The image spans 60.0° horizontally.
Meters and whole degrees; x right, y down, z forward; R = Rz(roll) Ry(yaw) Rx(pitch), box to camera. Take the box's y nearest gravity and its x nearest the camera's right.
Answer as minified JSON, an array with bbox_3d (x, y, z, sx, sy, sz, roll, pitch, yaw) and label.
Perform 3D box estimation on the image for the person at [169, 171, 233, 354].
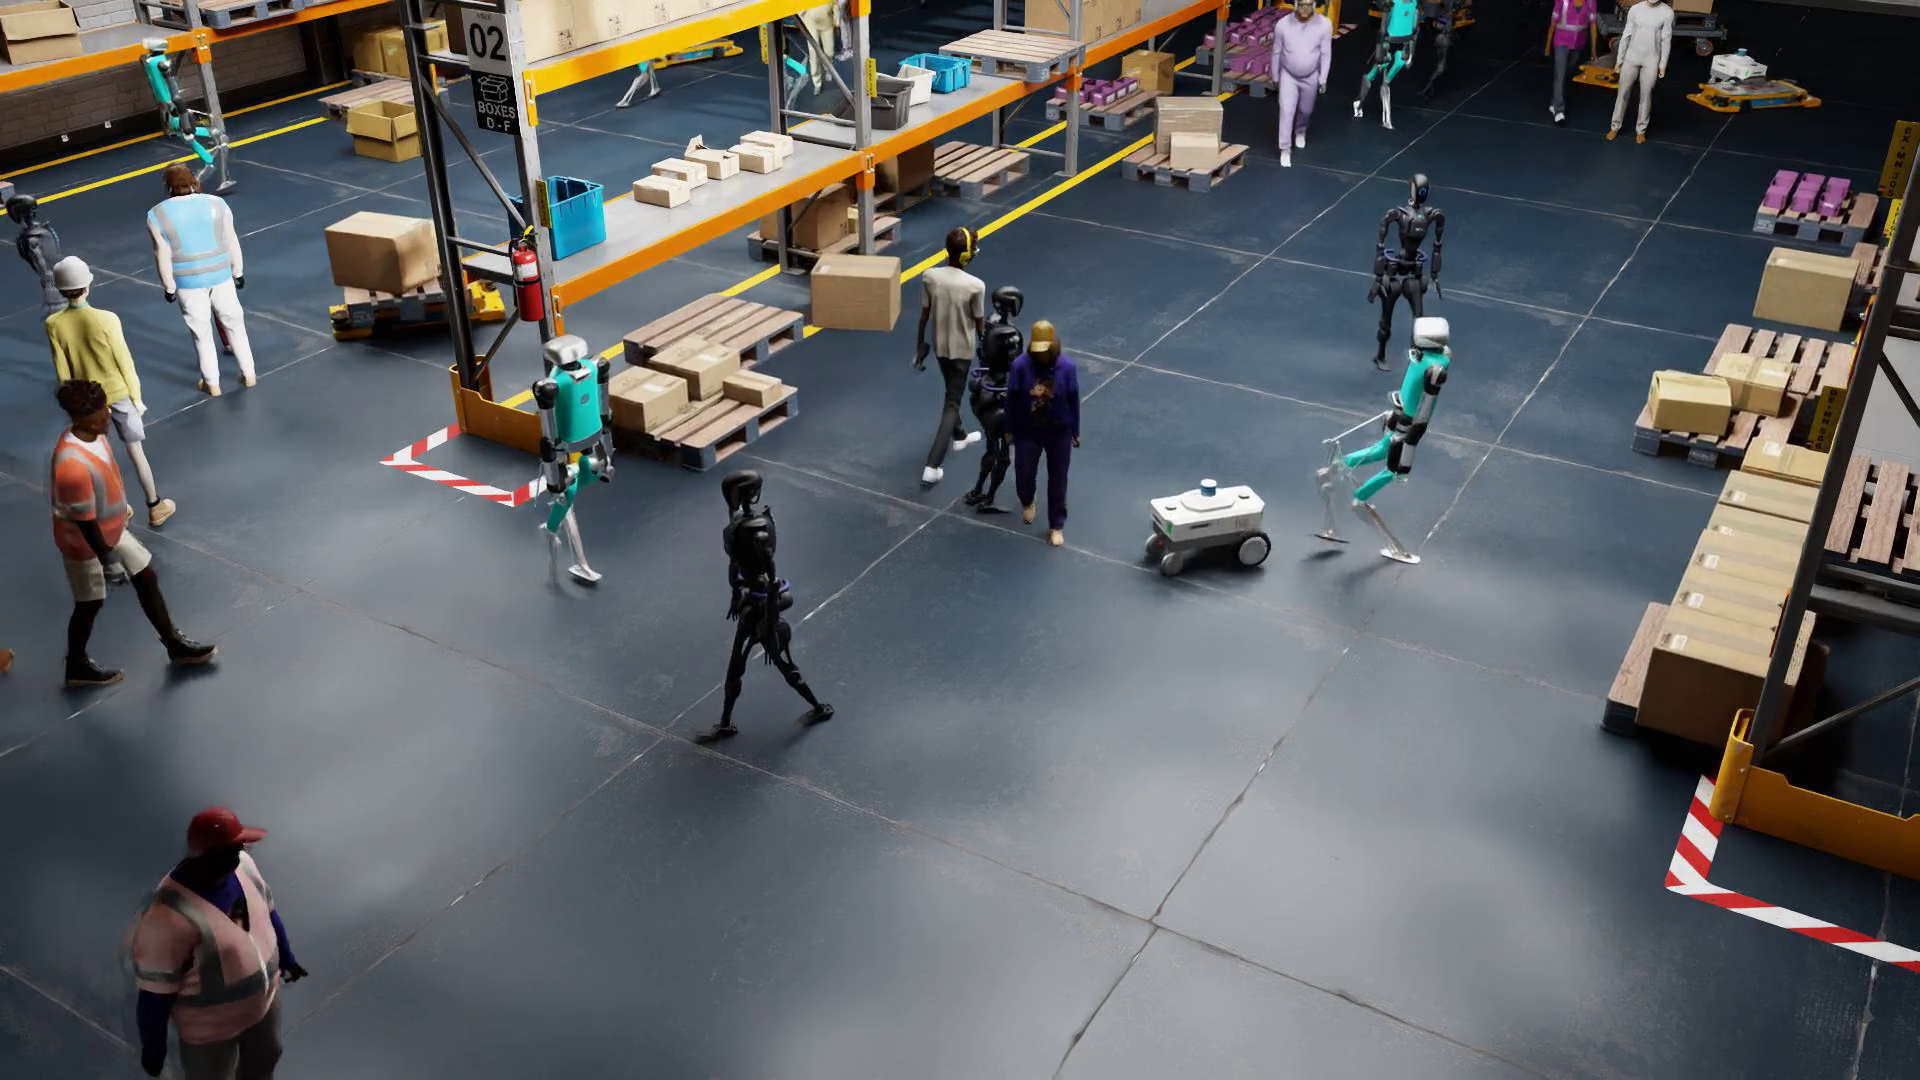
[{"bbox_3d":[-6.133,-2.217,13.474,0.277,1.631,0.506,21,35,32],"label":"person"}]

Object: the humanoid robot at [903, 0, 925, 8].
[{"bbox_3d":[-0.728,-9.048,25.562,0.616,1.634,0.761,-7,30,-12],"label":"humanoid robot"}]

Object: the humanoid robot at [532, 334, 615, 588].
[{"bbox_3d":[-2.478,-0.425,10.324,0.725,1.902,0.547,21,36,32],"label":"humanoid robot"}]

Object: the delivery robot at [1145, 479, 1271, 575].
[{"bbox_3d":[1.598,-0.113,10.840,0.758,0.583,0.499,-9,31,-15],"label":"delivery robot"}]

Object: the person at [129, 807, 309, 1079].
[{"bbox_3d":[-2.808,1.779,6.331,0.450,1.711,0.697,9,31,16],"label":"person"}]

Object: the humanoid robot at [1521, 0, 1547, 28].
[{"bbox_3d":[8.441,-8.349,24.275,0.608,1.652,0.352,5,30,9],"label":"humanoid robot"}]

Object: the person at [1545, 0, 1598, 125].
[{"bbox_3d":[7.276,-5.857,19.737,0.527,1.798,0.967,0,29,1],"label":"person"}]

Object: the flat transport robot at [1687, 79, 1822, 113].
[{"bbox_3d":[9.902,-5.532,20.728,1.431,0.231,0.659,-6,30,-10],"label":"flat transport robot"}]

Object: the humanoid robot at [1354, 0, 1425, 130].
[{"bbox_3d":[5.008,-5.786,19.722,0.545,1.808,0.922,-8,31,-14],"label":"humanoid robot"}]

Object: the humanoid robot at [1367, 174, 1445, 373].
[{"bbox_3d":[3.550,-2.080,13.196,0.601,1.642,0.561,-4,30,-8],"label":"humanoid robot"}]

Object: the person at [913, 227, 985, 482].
[{"bbox_3d":[-0.068,-1.328,11.724,0.547,1.819,0.916,16,33,26],"label":"person"}]

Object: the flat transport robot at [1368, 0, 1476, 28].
[{"bbox_3d":[6.910,-7.882,24.884,0.659,0.231,1.431,-26,39,-38],"label":"flat transport robot"}]

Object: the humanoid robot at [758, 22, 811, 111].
[{"bbox_3d":[-2.077,-5.888,19.983,0.743,1.903,0.549,-21,35,-32],"label":"humanoid robot"}]

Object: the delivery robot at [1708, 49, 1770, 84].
[{"bbox_3d":[9.895,-5.914,21.133,0.523,0.614,0.786,-8,30,-14],"label":"delivery robot"}]

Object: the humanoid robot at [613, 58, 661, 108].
[{"bbox_3d":[-4.003,-6.252,20.571,0.530,1.764,1.038,23,37,35],"label":"humanoid robot"}]

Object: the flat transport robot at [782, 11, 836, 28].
[{"bbox_3d":[-2.473,-7.737,24.628,1.431,0.231,0.659,14,32,23],"label":"flat transport robot"}]

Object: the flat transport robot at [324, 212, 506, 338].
[{"bbox_3d":[-4.754,-2.041,14.551,1.431,0.231,0.659,-11,31,-18],"label":"flat transport robot"}]

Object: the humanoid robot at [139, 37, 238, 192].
[{"bbox_3d":[-7.851,-4.322,17.133,0.534,1.762,1.013,25,38,37],"label":"humanoid robot"}]

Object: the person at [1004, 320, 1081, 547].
[{"bbox_3d":[0.539,-0.707,10.822,0.498,1.598,0.472,2,30,3],"label":"person"}]

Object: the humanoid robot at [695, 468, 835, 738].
[{"bbox_3d":[-1.079,0.364,8.921,0.783,1.628,0.609,-15,33,-25],"label":"humanoid robot"}]

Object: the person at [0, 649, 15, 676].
[{"bbox_3d":[-5.545,0.138,8.996,0.629,1.942,0.927,7,30,12],"label":"person"}]

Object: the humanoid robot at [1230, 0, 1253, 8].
[{"bbox_3d":[4.418,-9.066,25.602,0.806,1.620,0.609,-25,38,-36],"label":"humanoid robot"}]

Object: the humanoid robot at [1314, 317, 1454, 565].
[{"bbox_3d":[2.556,-0.588,10.501,0.905,1.762,0.617,3,30,6],"label":"humanoid robot"}]

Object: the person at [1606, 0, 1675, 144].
[{"bbox_3d":[7.806,-5.496,19.028,0.560,1.888,0.399,15,33,25],"label":"person"}]

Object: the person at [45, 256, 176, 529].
[{"bbox_3d":[-5.646,-0.943,10.964,0.474,1.892,0.396,-4,30,-8],"label":"person"}]

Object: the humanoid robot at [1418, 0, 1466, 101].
[{"bbox_3d":[6.025,-6.323,20.703,0.404,1.646,0.589,11,31,18],"label":"humanoid robot"}]

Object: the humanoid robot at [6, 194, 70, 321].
[{"bbox_3d":[-6.920,-1.902,12.883,0.468,1.647,0.597,-14,32,-23],"label":"humanoid robot"}]

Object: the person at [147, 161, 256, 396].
[{"bbox_3d":[-5.895,-2.033,12.941,0.633,1.841,0.429,-21,36,-33],"label":"person"}]

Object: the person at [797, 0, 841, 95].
[{"bbox_3d":[-1.792,-6.547,21.057,0.575,1.702,0.520,-2,30,-4],"label":"person"}]

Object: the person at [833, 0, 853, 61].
[{"bbox_3d":[-1.651,-7.483,22.489,0.528,1.934,0.490,-17,34,-28],"label":"person"}]

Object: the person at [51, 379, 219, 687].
[{"bbox_3d":[-4.784,-0.026,9.315,0.939,1.909,0.630,-4,30,-8],"label":"person"}]

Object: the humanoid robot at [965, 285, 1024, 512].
[{"bbox_3d":[0.235,-0.947,11.189,0.327,1.645,0.599,-11,31,-18],"label":"humanoid robot"}]

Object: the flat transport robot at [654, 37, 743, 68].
[{"bbox_3d":[-3.760,-6.719,22.827,1.431,0.231,0.659,-22,36,-34],"label":"flat transport robot"}]

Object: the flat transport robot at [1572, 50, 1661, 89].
[{"bbox_3d":[8.691,-6.190,21.891,0.659,0.231,1.431,24,37,36],"label":"flat transport robot"}]

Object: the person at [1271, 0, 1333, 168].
[{"bbox_3d":[3.764,-5.175,18.466,0.631,1.875,0.920,3,30,5],"label":"person"}]
